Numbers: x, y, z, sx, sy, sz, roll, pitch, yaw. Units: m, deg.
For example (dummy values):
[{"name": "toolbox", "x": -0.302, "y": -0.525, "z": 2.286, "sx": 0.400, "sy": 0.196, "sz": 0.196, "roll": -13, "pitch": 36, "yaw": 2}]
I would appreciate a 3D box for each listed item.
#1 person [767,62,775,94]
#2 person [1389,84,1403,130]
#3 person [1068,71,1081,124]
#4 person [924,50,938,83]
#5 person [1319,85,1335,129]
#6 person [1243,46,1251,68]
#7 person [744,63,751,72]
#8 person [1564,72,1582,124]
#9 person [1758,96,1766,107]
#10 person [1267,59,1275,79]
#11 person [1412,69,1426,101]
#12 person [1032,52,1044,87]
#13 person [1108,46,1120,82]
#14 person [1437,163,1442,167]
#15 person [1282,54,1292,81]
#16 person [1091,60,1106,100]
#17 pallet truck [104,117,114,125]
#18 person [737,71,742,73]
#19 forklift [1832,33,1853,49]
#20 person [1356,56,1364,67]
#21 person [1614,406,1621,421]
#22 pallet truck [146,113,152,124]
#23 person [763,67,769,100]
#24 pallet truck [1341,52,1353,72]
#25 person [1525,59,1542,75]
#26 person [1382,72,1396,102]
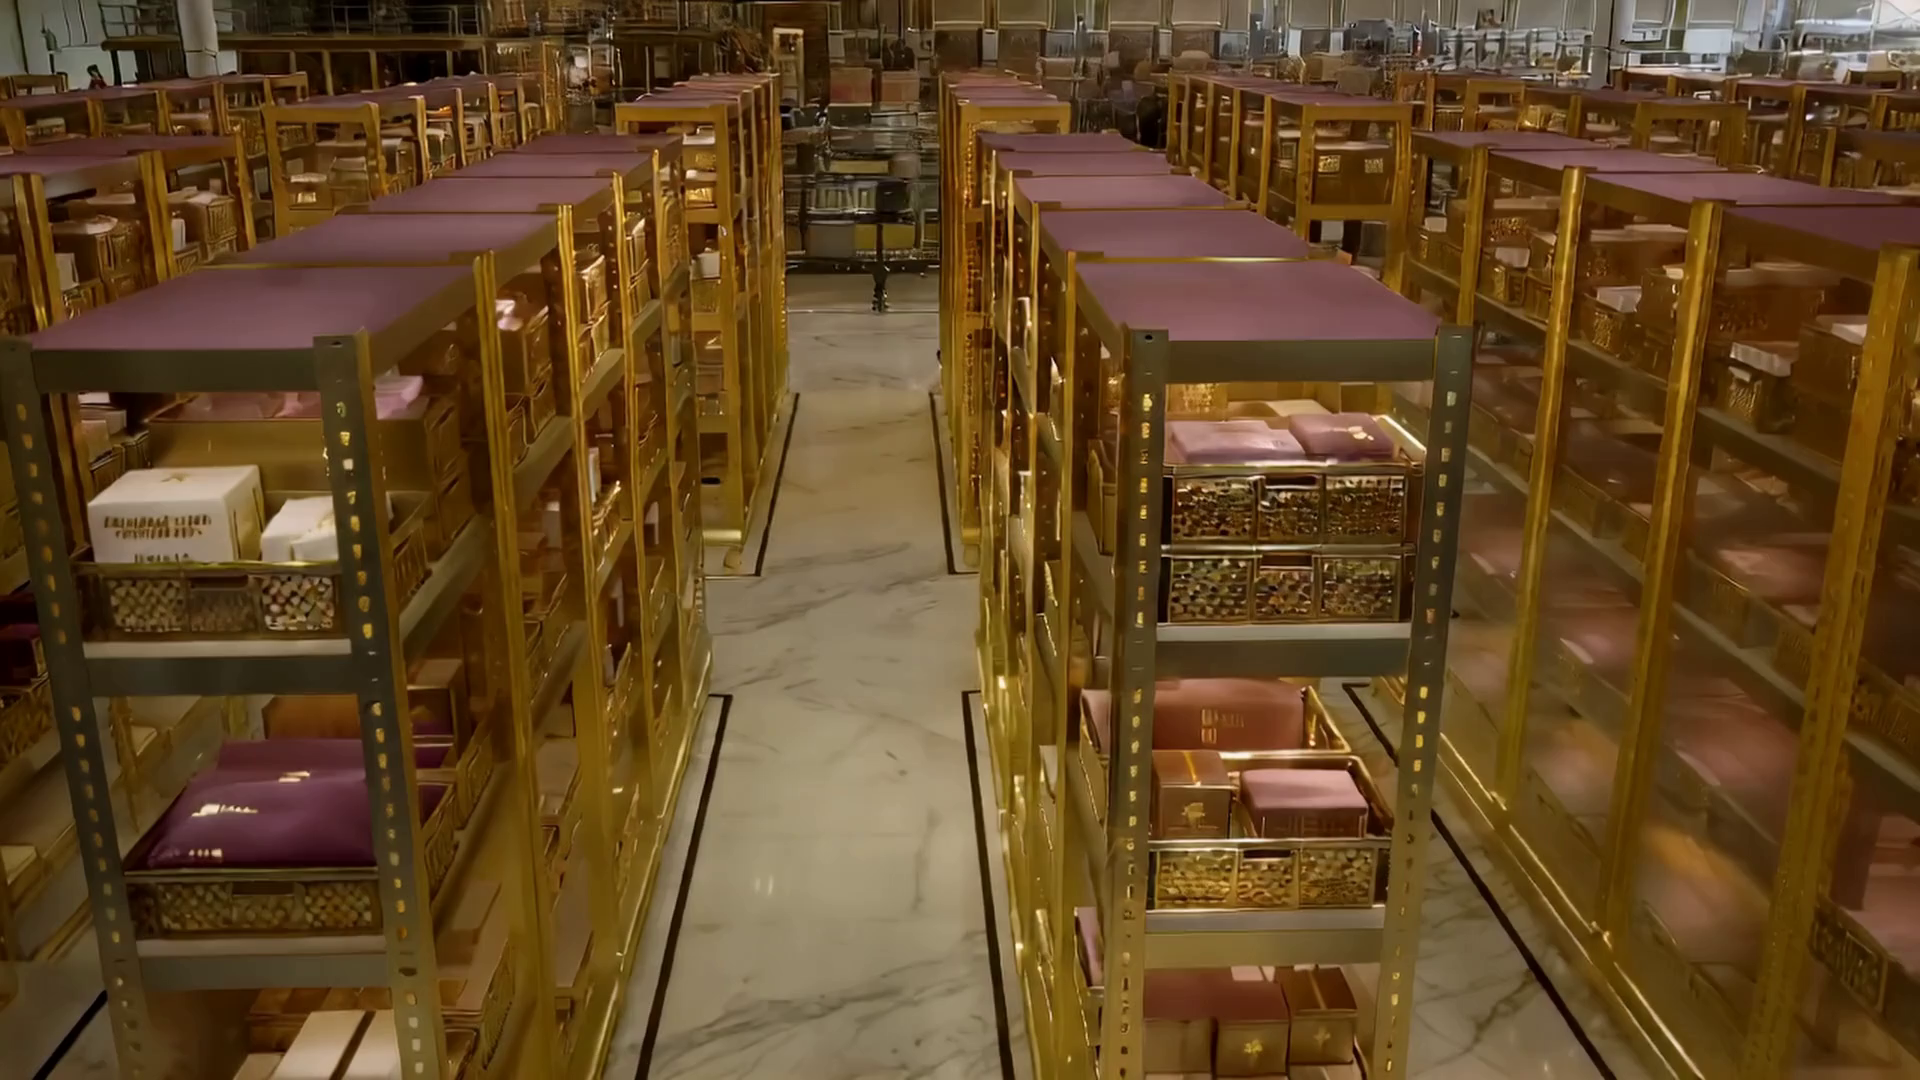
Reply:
[{"name": "person", "x": -7.839, "y": -18.828, "z": 68.990, "sx": 0.603, "sy": 1.966, "sz": 0.368, "roll": -4, "pitch": 18, "yaw": -12}, {"name": "person", "x": 15.378, "y": -15.253, "z": 58.025, "sx": 0.771, "sy": 1.909, "sz": 0.568, "roll": 4, "pitch": 18, "yaw": 12}, {"name": "person", "x": 4.259, "y": -16.271, "z": 61.177, "sx": 0.578, "sy": 1.897, "sz": 0.638, "roll": 1, "pitch": 18, "yaw": 2}, {"name": "person", "x": -1.534, "y": -26.377, "z": 92.628, "sx": 0.980, "sy": 1.787, "sz": 0.655, "roll": 7, "pitch": 19, "yaw": 20}, {"name": "person", "x": 11.589, "y": -13.425, "z": 52.507, "sx": 0.597, "sy": 1.815, "sz": 0.423, "roll": 2, "pitch": 18, "yaw": 7}, {"name": "person", "x": 16.442, "y": -27.250, "z": 95.133, "sx": 0.379, "sy": 1.927, "sz": 0.632, "roll": -9, "pitch": 20, "yaw": -27}, {"name": "person", "x": -10.785, "y": -23.667, "z": 84.322, "sx": 0.492, "sy": 1.742, "sz": 0.316, "roll": 15, "pitch": 23, "yaw": 38}, {"name": "person", "x": 22.362, "y": -15.961, "z": 60.210, "sx": 0.856, "sy": 1.905, "sz": 0.578, "roll": 0, "pitch": 18, "yaw": -1}, {"name": "person", "x": 28.834, "y": -15.717, "z": 59.934, "sx": 0.526, "sy": 1.604, "sz": 0.787, "roll": 0, "pitch": 18, "yaw": 0}, {"name": "person", "x": 15.031, "y": -22.383, "z": 80.444, "sx": 0.321, "sy": 1.687, "sz": 0.535, "roll": 14, "pitch": 22, "yaw": 36}, {"name": "person", "x": 17.626, "y": -17.005, "z": 63.498, "sx": 0.950, "sy": 1.882, "sz": 0.600, "roll": 12, "pitch": 22, "yaw": 34}, {"name": "person", "x": 3.902, "y": -23.782, "z": 84.412, "sx": 0.579, "sy": 1.904, "sz": 0.865, "roll": -14, "pitch": 23, "yaw": -37}, {"name": "person", "x": 8.574, "y": -26.685, "z": 93.324, "sx": 0.657, "sy": 1.941, "sz": 1.001, "roll": 15, "pitch": 23, "yaw": 38}, {"name": "person", "x": 12.787, "y": -10.545, "z": 43.888, "sx": 0.281, "sy": 1.636, "sz": 0.500, "roll": 3, "pitch": 18, "yaw": 8}, {"name": "person", "x": 16.710, "y": -23.900, "z": 84.961, "sx": 0.944, "sy": 1.801, "sz": 0.639, "roll": 11, "pitch": 21, "yaw": 31}, {"name": "person", "x": 6.314, "y": -20.876, "z": 75.548, "sx": 0.979, "sy": 1.820, "sz": 0.557, "roll": -10, "pitch": 21, "yaw": -29}, {"name": "pallet truck", "x": -18.367, "y": -7.885, "z": 35.078, "sx": 1.885, "sy": 1.965, "sz": 0.823, "roll": 1, "pitch": 18, "yaw": 2}, {"name": "person", "x": -8.575, "y": -17.355, "z": 64.753, "sx": 0.526, "sy": 1.768, "sz": 0.331, "roll": 11, "pitch": 21, "yaw": 30}, {"name": "forklift", "x": 46.103, "y": -25.165, "z": 87.138, "sx": 1.129, "sy": 2.768, "sz": 1.873, "roll": -6, "pitch": 19, "yaw": -17}, {"name": "person", "x": 18.651, "y": -21.665, "z": 77.863, "sx": 0.617, "sy": 1.909, "sz": 0.675, "roll": -1, "pitch": 18, "yaw": -3}, {"name": "person", "x": 4.075, "y": -0.023, "z": 11.040, "sx": 0.600, "sy": 1.816, "sz": 0.612, "roll": 0, "pitch": 18, "yaw": 0}, {"name": "pallet truck", "x": -18.087, "y": -8.309, "z": 36.390, "sx": 1.885, "sy": 1.965, "sz": 0.823, "roll": -1, "pitch": 18, "yaw": -4}, {"name": "person", "x": -7.763, "y": -17.983, "z": 66.592, "sx": 0.395, "sy": 1.830, "sz": 0.519, "roll": -12, "pitch": 22, "yaw": -34}, {"name": "pallet truck", "x": 18.794, "y": -23.123, "z": 82.231, "sx": 0.823, "sy": 1.965, "sz": 1.885, "roll": -13, "pitch": 22, "yaw": -35}, {"name": "person", "x": 24.055, "y": -19.137, "z": 69.827, "sx": 0.684, "sy": 2.000, "sz": 0.538, "roll": 5, "pitch": 19, "yaw": 15}, {"name": "person", "x": 15.897, "y": -16.395, "z": 61.675, "sx": 0.531, "sy": 1.829, "sz": 0.739, "roll": 9, "pitch": 20, "yaw": 25}]
